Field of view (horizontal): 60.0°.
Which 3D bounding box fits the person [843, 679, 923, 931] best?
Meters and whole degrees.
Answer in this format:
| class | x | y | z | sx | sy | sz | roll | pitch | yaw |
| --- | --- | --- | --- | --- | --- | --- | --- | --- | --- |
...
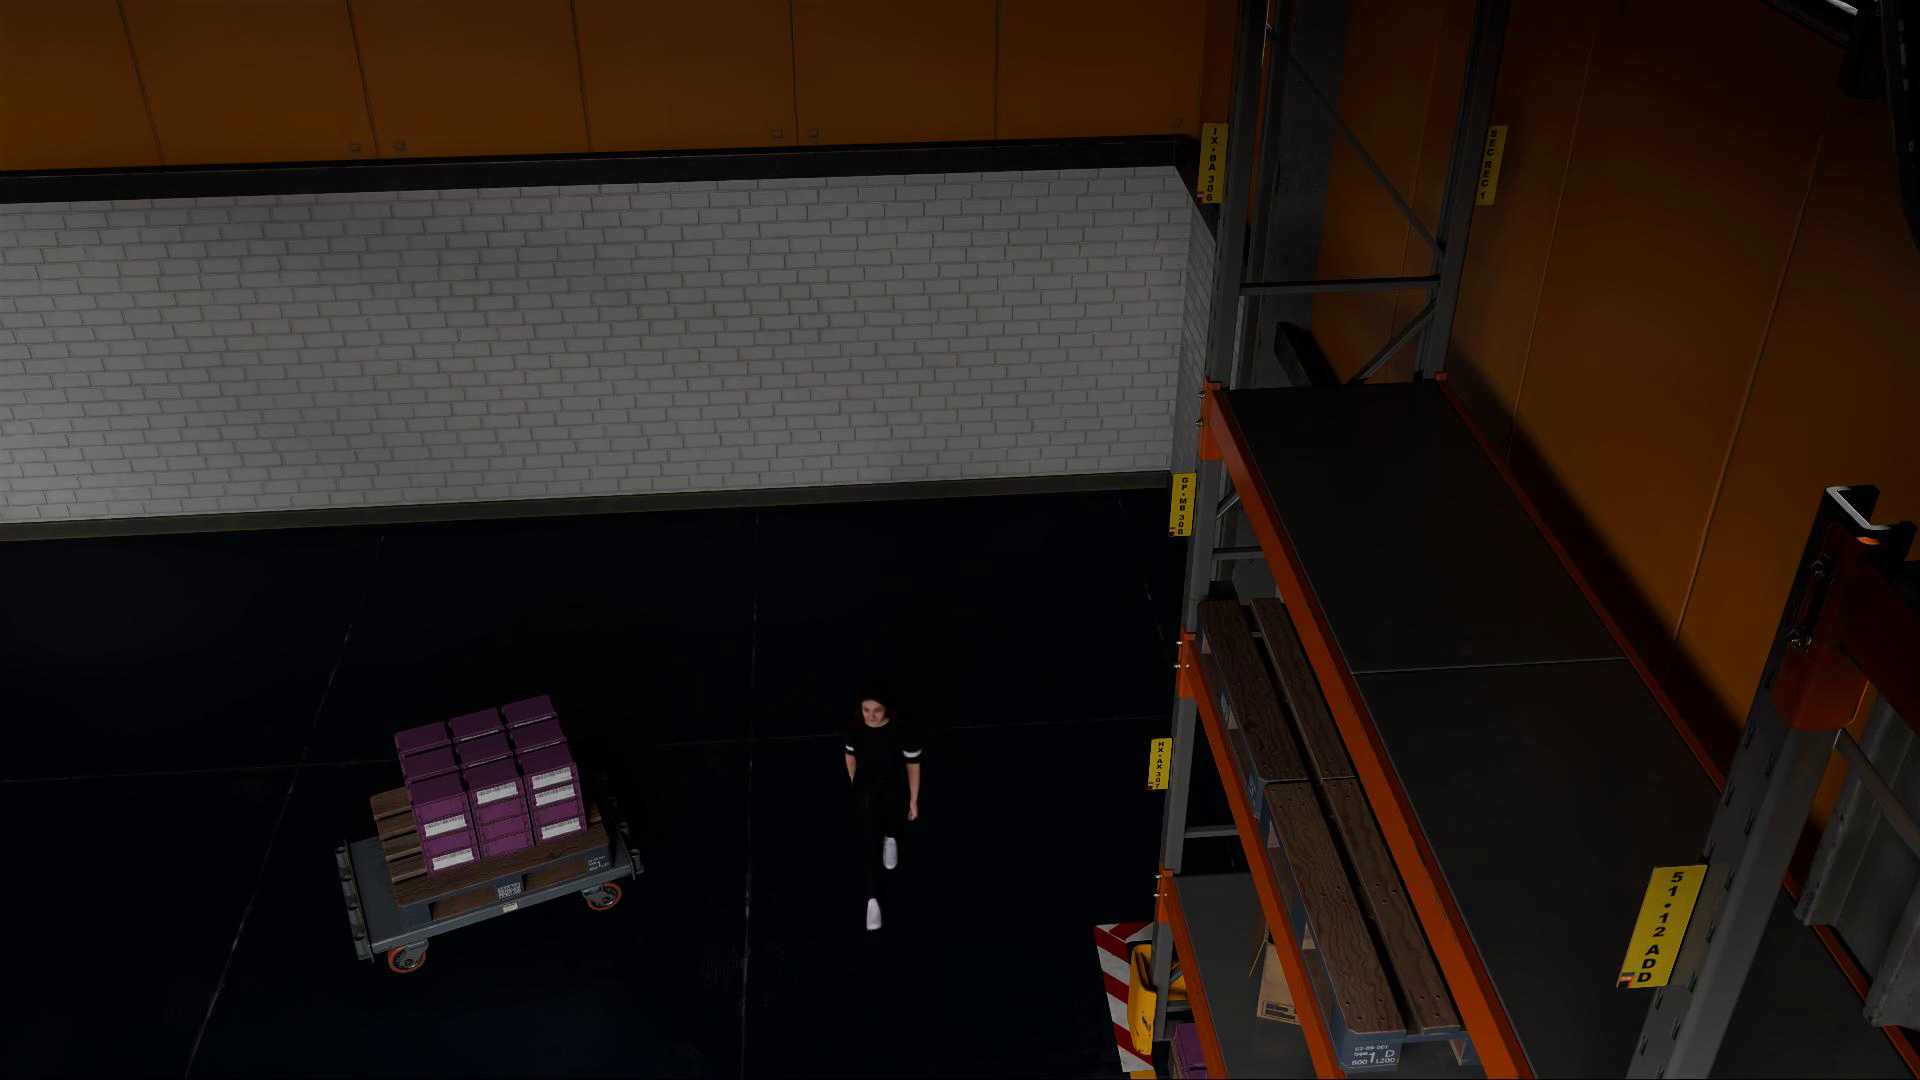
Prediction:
| class | x | y | z | sx | sy | sz | roll | pitch | yaw |
| --- | --- | --- | --- | --- | --- | --- | --- | --- | --- |
| person | -0.434 | 1.403 | 9.808 | 0.654 | 1.590 | 1.089 | -1 | 34 | -1 |
